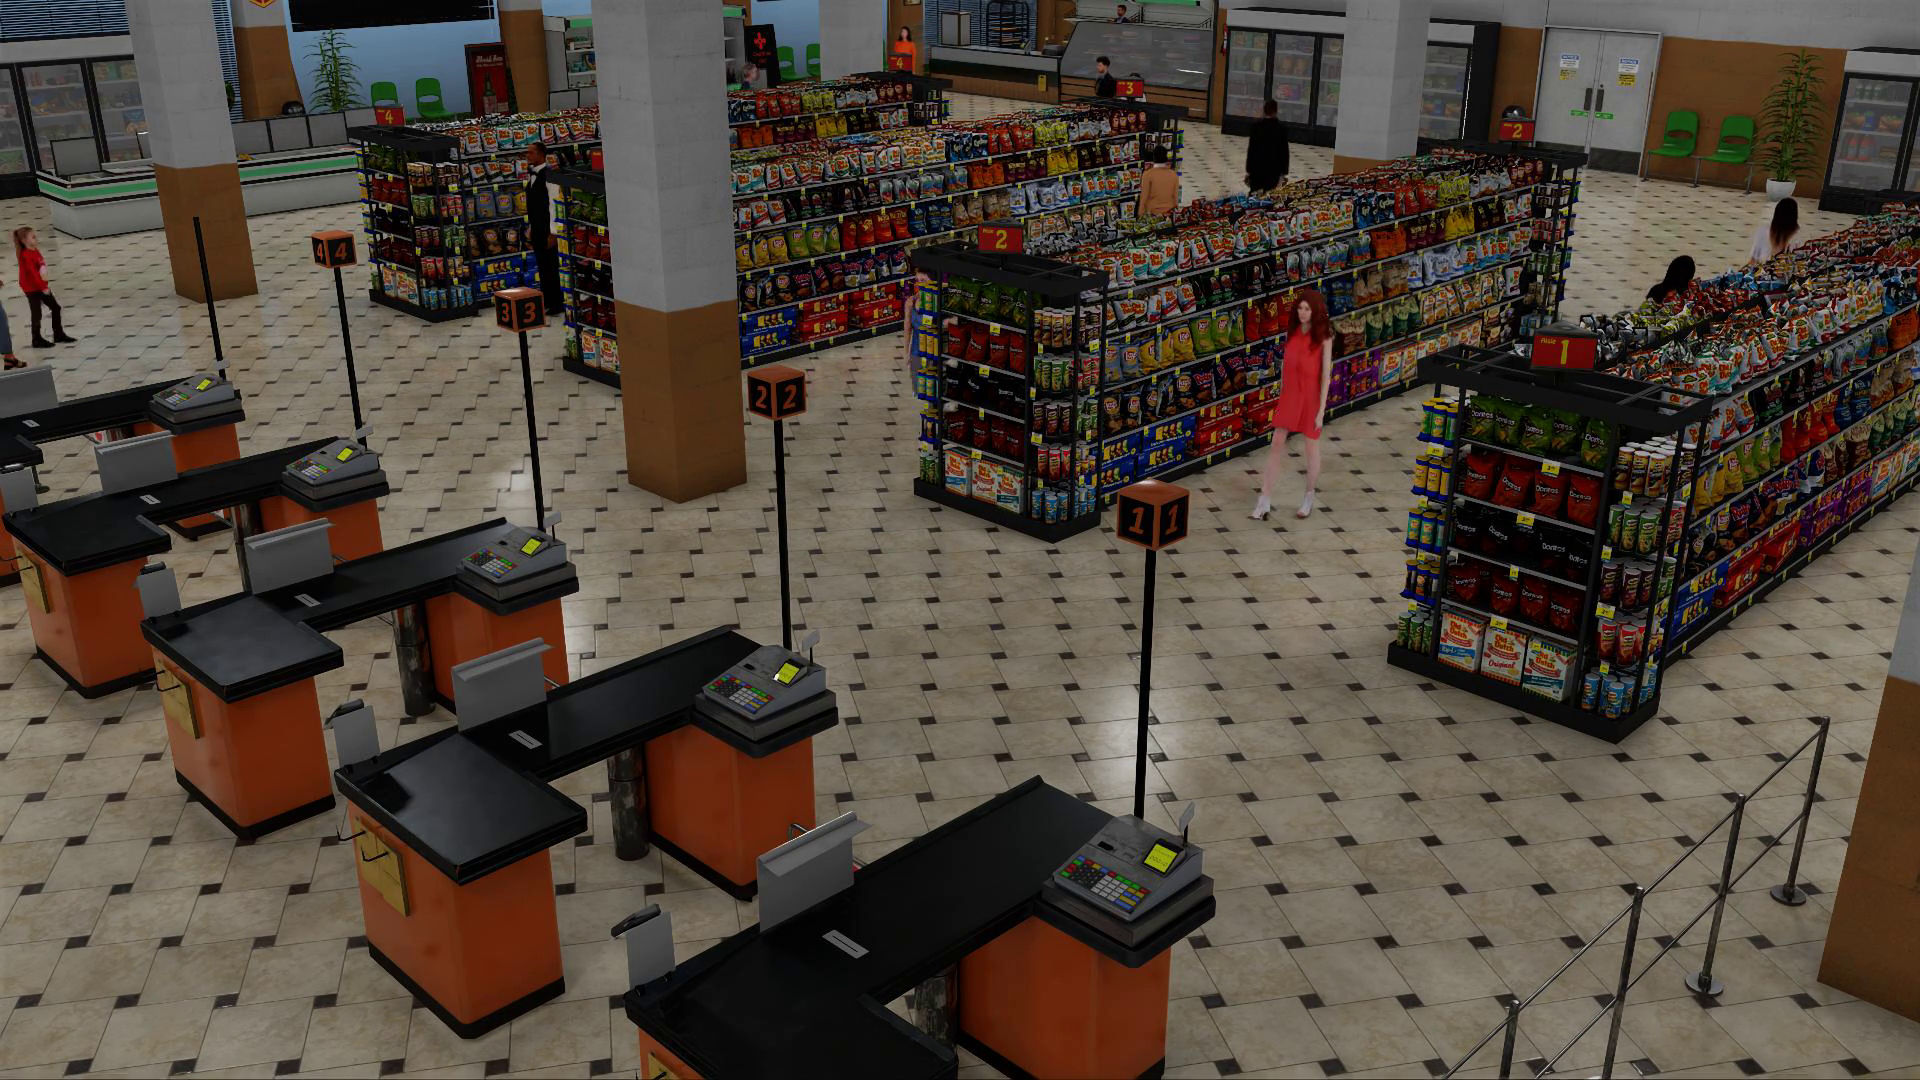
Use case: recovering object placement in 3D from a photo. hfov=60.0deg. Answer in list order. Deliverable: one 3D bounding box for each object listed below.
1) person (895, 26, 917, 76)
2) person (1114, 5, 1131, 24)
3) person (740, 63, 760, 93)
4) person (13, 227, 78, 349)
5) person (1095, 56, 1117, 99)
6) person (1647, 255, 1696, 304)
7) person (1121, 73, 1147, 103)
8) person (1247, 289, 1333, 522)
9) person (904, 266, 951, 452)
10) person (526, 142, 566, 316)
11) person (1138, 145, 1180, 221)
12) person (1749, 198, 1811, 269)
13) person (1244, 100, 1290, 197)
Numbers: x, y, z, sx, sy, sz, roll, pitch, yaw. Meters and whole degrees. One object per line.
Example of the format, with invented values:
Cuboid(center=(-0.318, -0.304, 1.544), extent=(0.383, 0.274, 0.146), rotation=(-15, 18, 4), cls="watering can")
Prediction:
Cuboid(center=(-1.128, -9.778, 34.593), extent=(0.784, 1.736, 0.861), rotation=(8, 23, 18), cls="person")
Cuboid(center=(3.720, -11.421, 38.506), extent=(0.565, 1.868, 0.622), rotation=(-20, 29, -40), cls="person")
Cuboid(center=(-3.482, -6.724, 26.839), extent=(0.962, 1.852, 0.902), rotation=(0, 22, 0), cls="person")
Cuboid(center=(-9.743, -2.633, 17.439), extent=(0.734, 1.268, 0.663), rotation=(-2, 22, -5), cls="person")
Cuboid(center=(2.507, -7.122, 27.833), extent=(1.304, 1.847, 1.052), rotation=(-8, 23, -19), cls="person")
Cuboid(center=(5.874, -1.519, 14.050), extent=(1.062, 1.729, 0.744), rotation=(-16, 27, -35), cls="person")
Cuboid(center=(2.819, -6.758, 27.141), extent=(0.663, 1.688, 0.642), rotation=(10, 24, 23), cls="person")
Cuboid(center=(2.668, -1.027, 12.721), extent=(0.673, 1.805, 0.941), rotation=(17, 28, 36), cls="person")
Cuboid(center=(-0.245, -1.604, 14.450), extent=(0.802, 1.588, 1.052), rotation=(9, 24, 22), cls="person")
Cuboid(center=(-4.682, -3.529, 18.797), extent=(0.672, 1.919, 0.556), rotation=(20, 30, 41), cls="person")
Cuboid(center=(2.327, -3.754, 19.579), extent=(0.668, 1.753, 0.805), rotation=(-7, 23, -18), cls="person")
Cuboid(center=(8.238, -2.590, 16.845), extent=(0.789, 1.631, 1.180), rotation=(15, 27, 33), cls="person")
Cuboid(center=(4.060, -4.881, 22.211), extent=(0.943, 1.882, 1.099), rotation=(9, 24, 22), cls="person")
